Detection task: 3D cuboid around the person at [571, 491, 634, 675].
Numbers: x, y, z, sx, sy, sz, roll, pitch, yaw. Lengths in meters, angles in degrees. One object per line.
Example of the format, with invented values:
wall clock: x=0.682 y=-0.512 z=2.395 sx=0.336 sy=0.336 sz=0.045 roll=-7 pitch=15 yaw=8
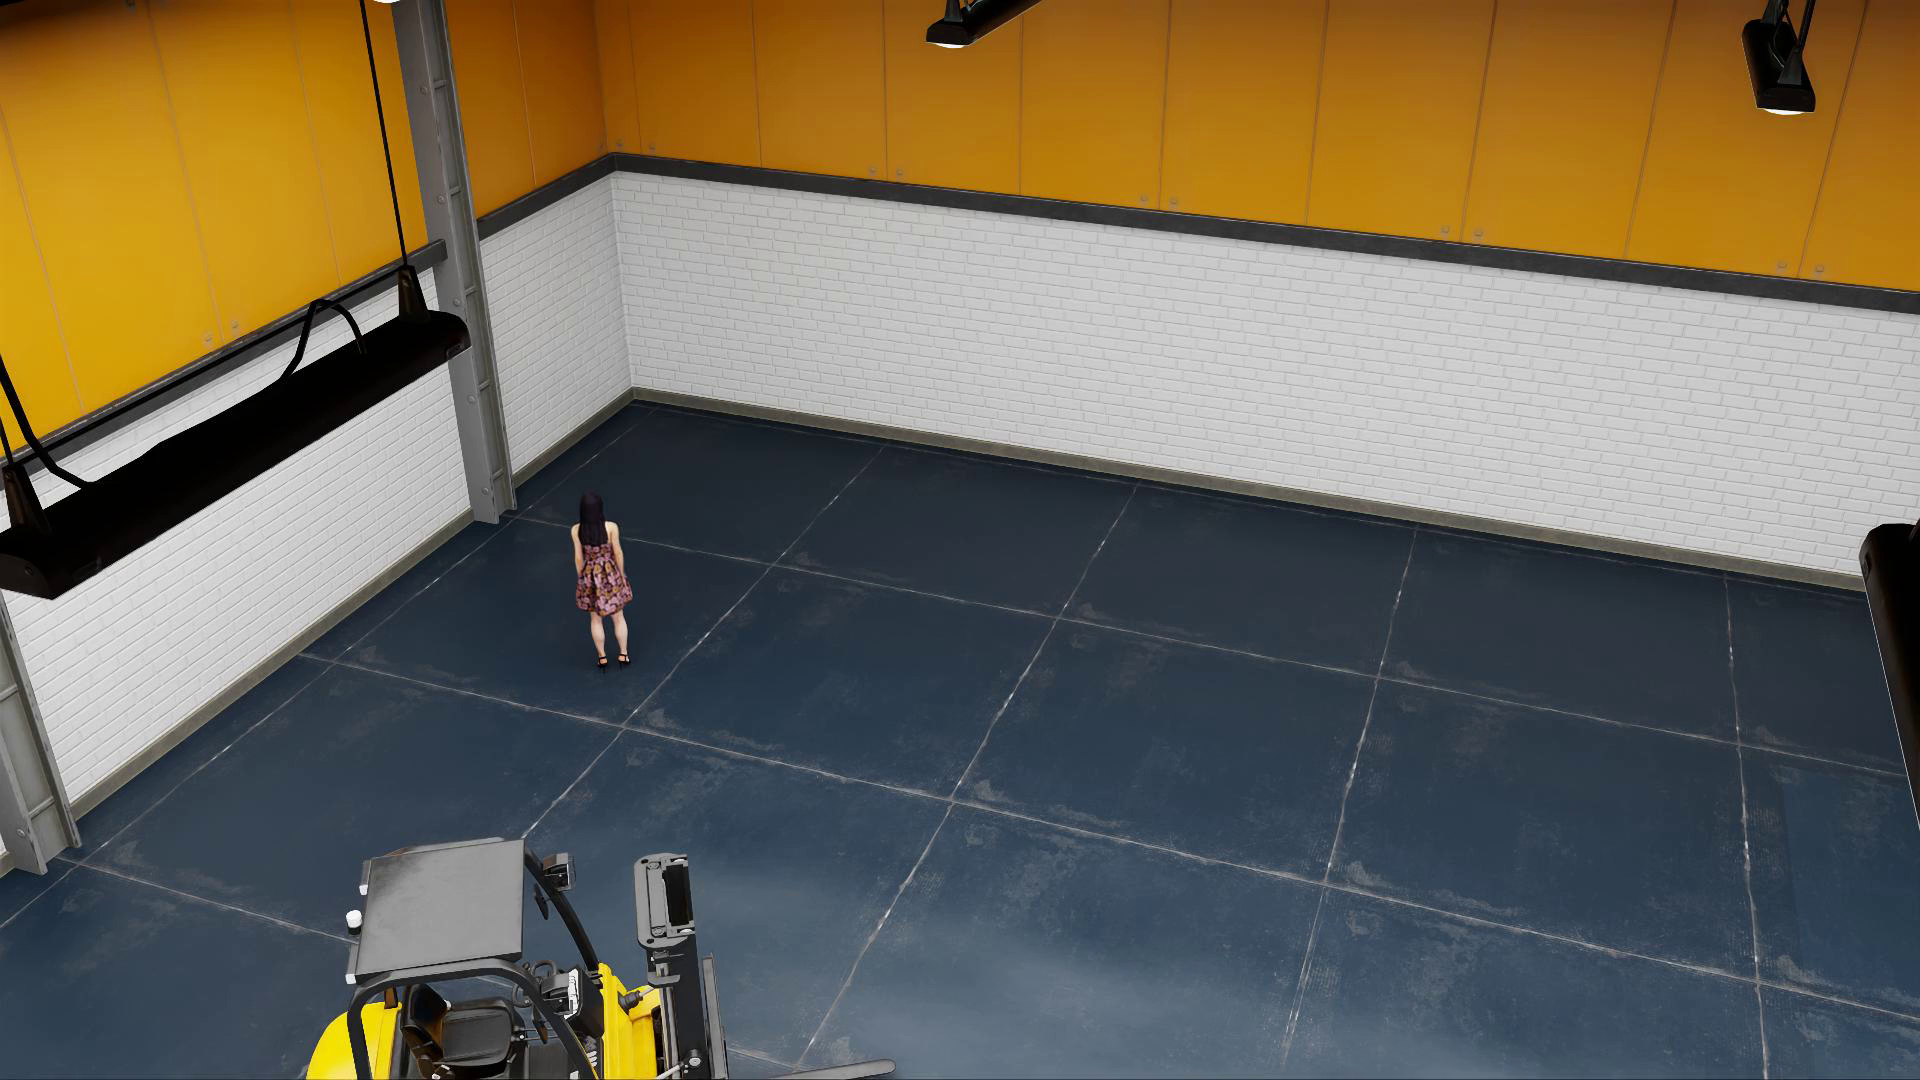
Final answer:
person: x=-3.162 y=0.369 z=14.664 sx=0.789 sy=1.774 sz=0.825 roll=-4 pitch=29 yaw=-8
